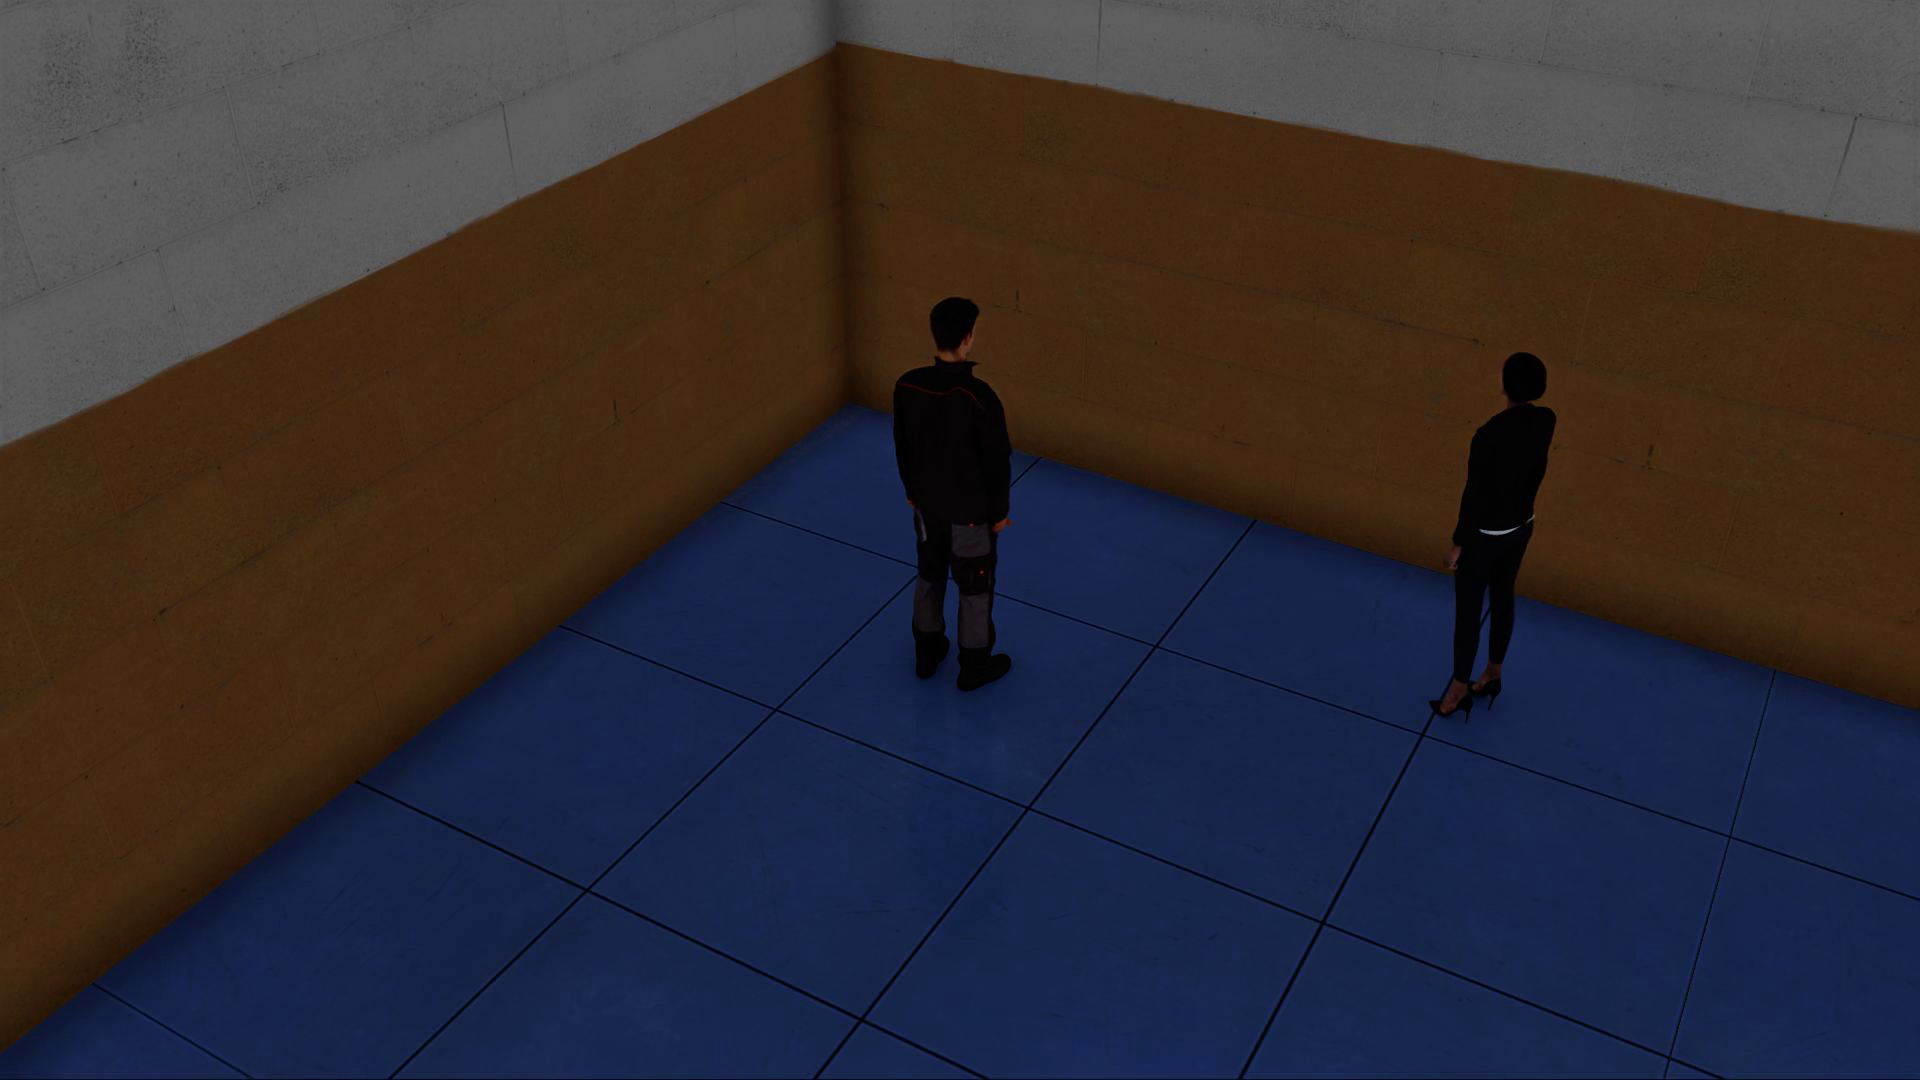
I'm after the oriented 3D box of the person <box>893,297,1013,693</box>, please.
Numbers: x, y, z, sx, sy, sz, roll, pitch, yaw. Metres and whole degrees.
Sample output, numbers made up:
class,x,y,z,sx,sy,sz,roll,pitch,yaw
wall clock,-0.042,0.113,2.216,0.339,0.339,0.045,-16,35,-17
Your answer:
class,x,y,z,sx,sy,sz,roll,pitch,yaw
person,-0.032,-0.183,7.475,0.685,1.944,0.562,18,38,25

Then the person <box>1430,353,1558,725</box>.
class,x,y,z,sx,sy,sz,roll,pitch,yaw
person,2.335,0.005,7.290,0.637,1.835,0.742,-17,37,-24
